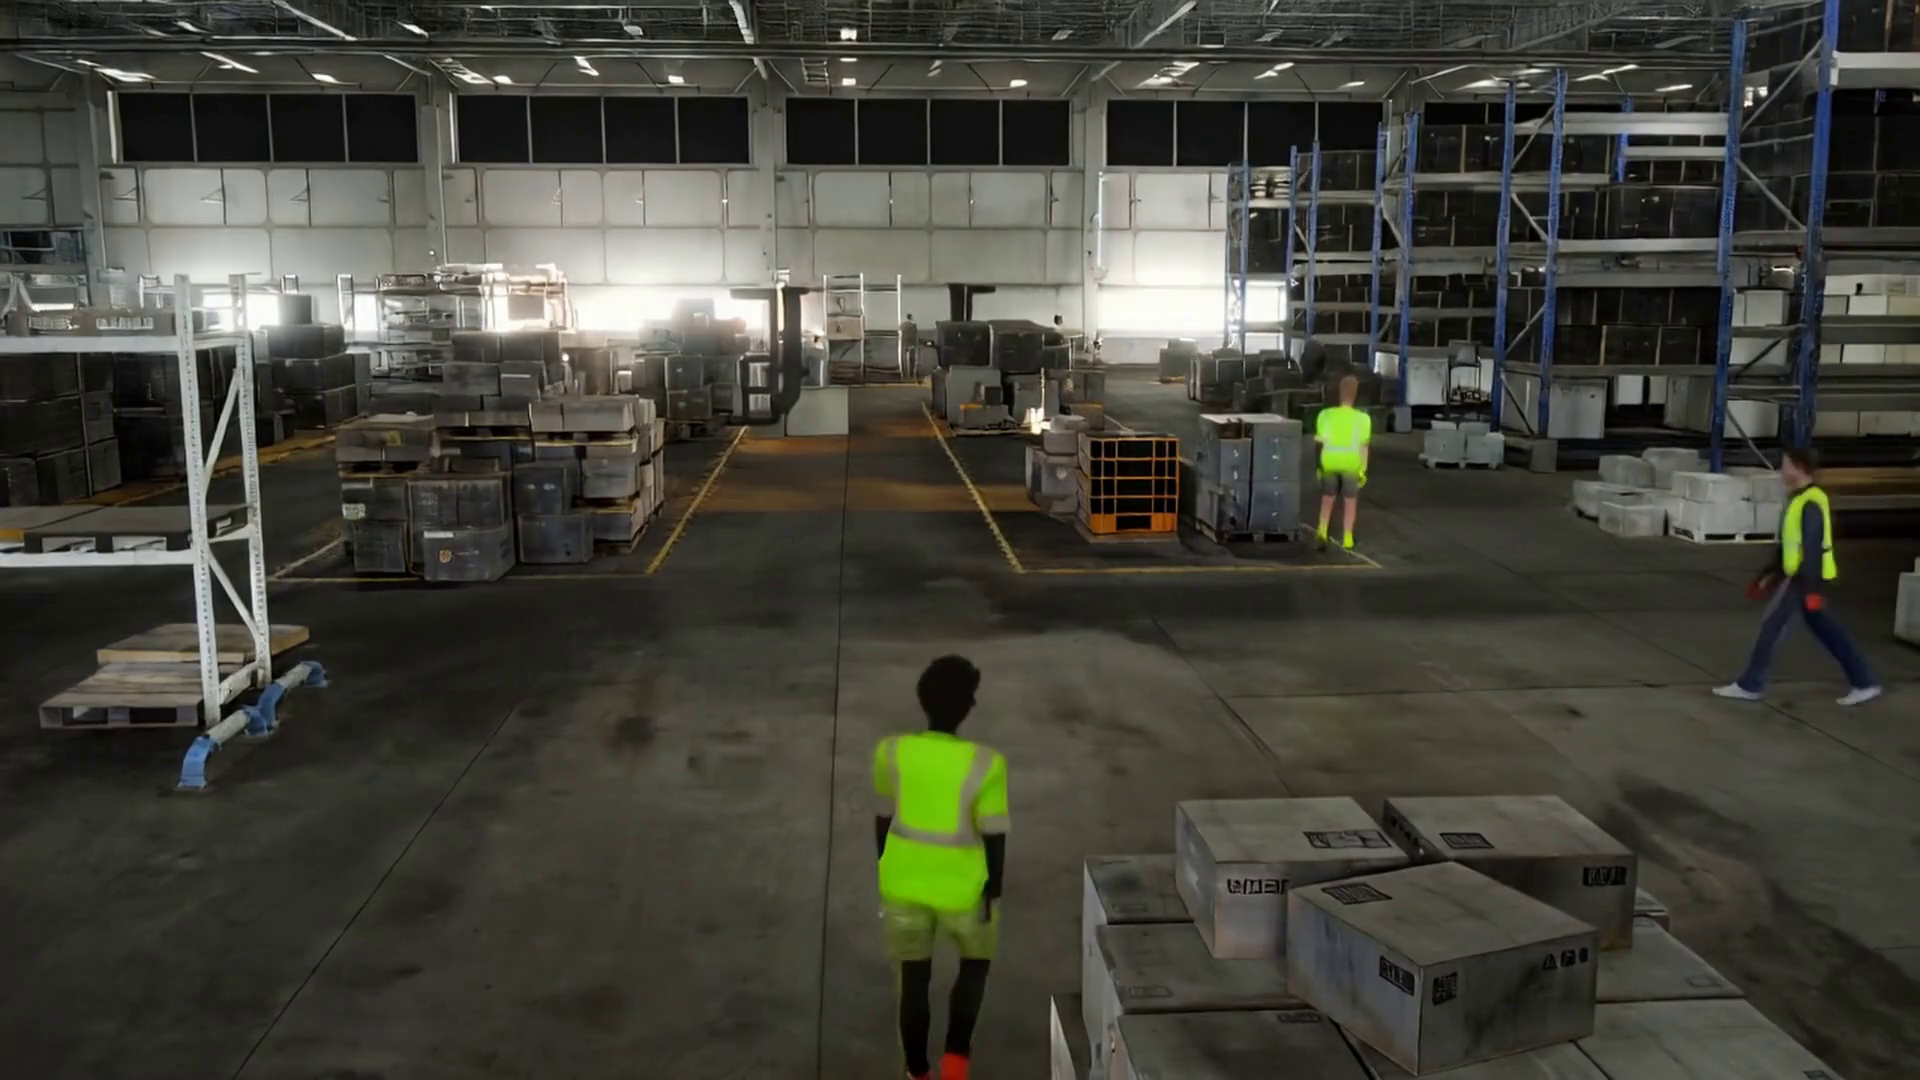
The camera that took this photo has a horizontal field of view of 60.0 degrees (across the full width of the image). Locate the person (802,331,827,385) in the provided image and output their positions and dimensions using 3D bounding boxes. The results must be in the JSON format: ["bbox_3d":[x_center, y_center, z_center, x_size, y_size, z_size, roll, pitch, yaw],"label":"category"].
[{"bbox_3d":[-2.759,-2.836,30.608,0.611,1.995,0.380,-1,9,-4],"label":"person"}]

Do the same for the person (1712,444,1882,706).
[{"bbox_3d":[5.979,0.251,11.693,1.055,1.863,0.579,5,10,27],"label":"person"}]

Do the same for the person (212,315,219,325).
[{"bbox_3d":[-20.793,-5.302,46.368,0.728,1.907,0.585,-6,11,-32],"label":"person"}]

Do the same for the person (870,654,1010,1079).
[{"bbox_3d":[-0.077,1.242,5.991,0.547,1.681,0.368,2,9,15],"label":"person"}]

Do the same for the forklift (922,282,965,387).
[{"bbox_3d":[-0.070,-5.568,44.994,1.873,2.768,1.129,-1,9,-4],"label":"forklift"}]

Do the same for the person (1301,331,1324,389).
[{"bbox_3d":[7.296,-3.460,34.941,0.976,1.852,0.676,-4,10,-23],"label":"person"}]

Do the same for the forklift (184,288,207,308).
[{"bbox_3d":[-17.294,-4.411,37.726,1.873,2.768,1.129,-5,11,-30],"label":"forklift"}]

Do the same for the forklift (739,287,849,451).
[{"bbox_3d":[-2.857,-2.959,28.607,1.873,2.768,1.129,-1,9,-4],"label":"forklift"}]

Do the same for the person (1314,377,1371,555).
[{"bbox_3d":[4.116,-0.798,18.022,0.623,1.940,0.896,4,10,24],"label":"person"}]

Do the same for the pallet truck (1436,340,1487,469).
[{"bbox_3d":[8.004,-2.170,26.422,0.823,1.965,1.885,2,9,14],"label":"pallet truck"}]

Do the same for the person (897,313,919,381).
[{"bbox_3d":[-1.478,-5.473,47.357,0.636,1.938,0.357,-1,9,-4],"label":"person"}]
